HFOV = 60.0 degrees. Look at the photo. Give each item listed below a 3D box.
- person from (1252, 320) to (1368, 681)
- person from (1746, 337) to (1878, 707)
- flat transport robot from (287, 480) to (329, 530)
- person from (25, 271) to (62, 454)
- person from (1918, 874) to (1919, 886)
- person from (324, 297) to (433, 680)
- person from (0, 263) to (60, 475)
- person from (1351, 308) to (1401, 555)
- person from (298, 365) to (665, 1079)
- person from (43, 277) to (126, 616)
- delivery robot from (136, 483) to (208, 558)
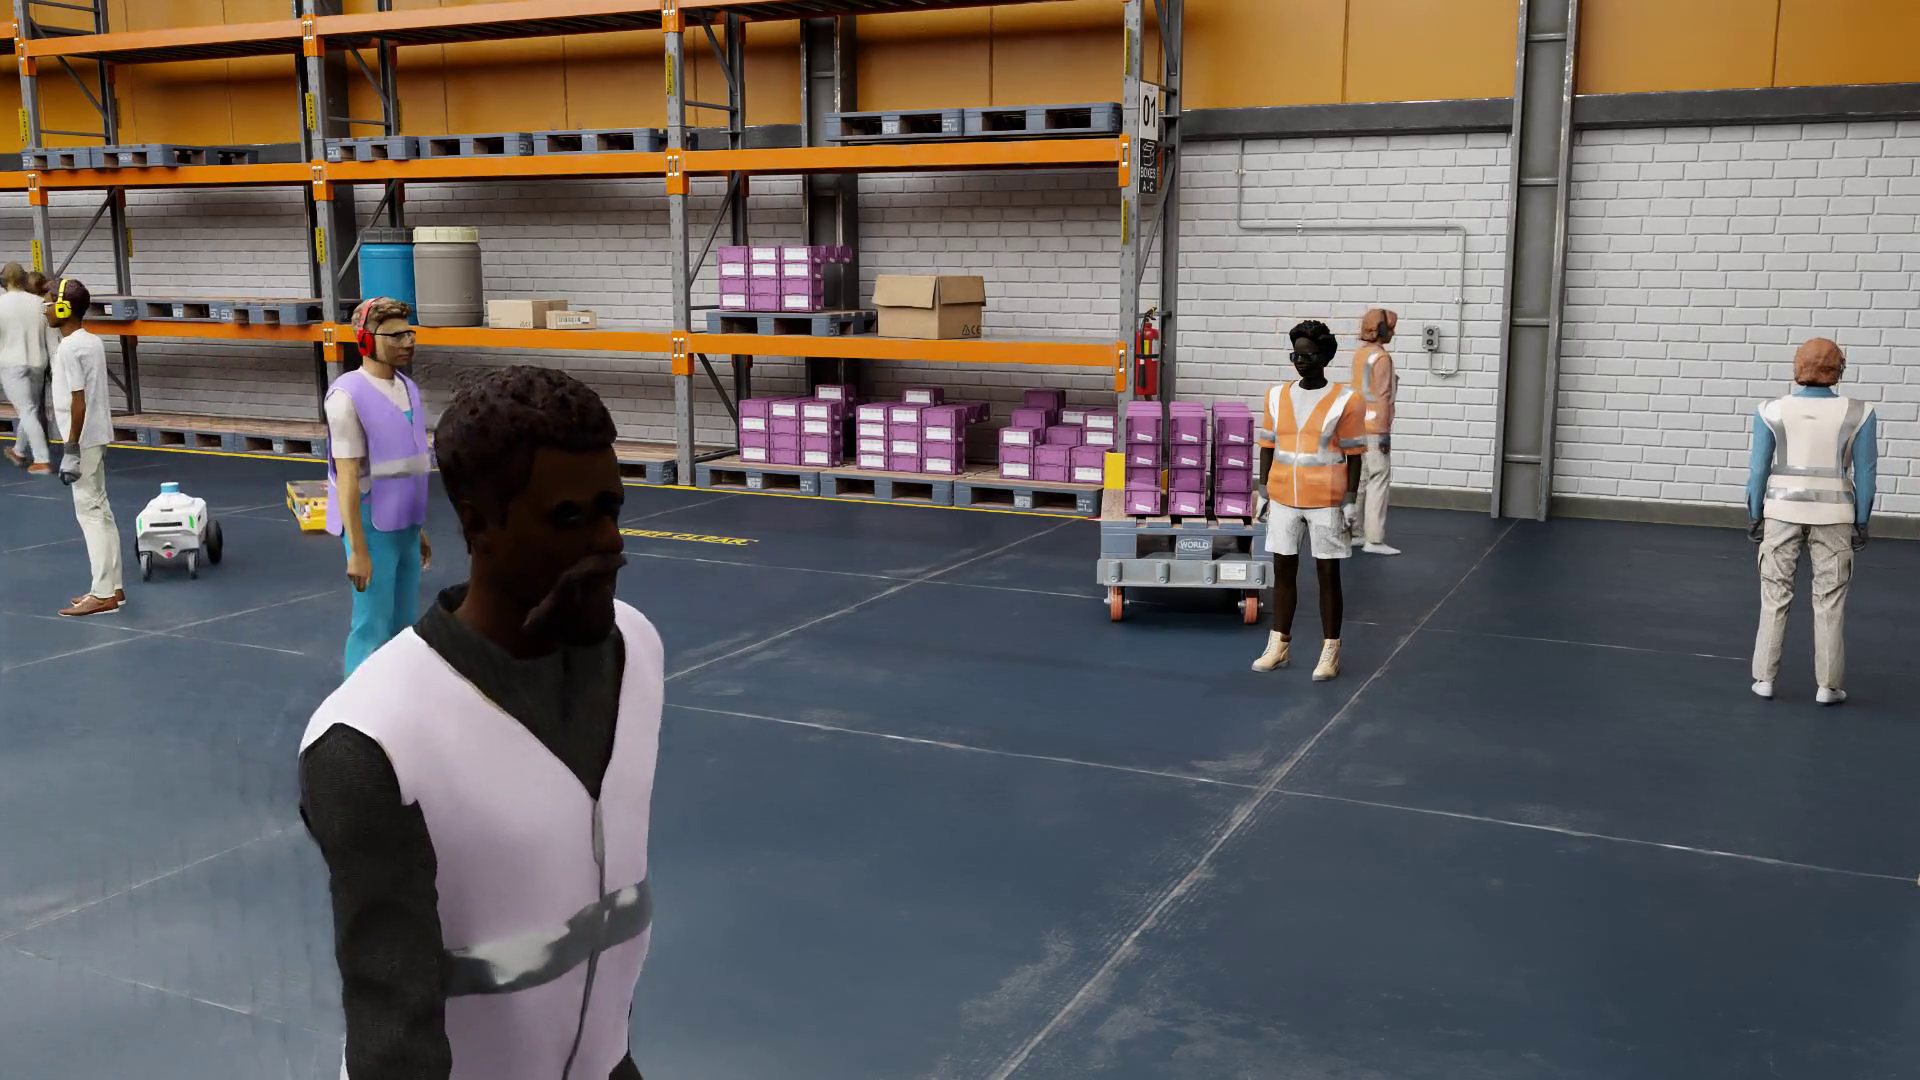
[{"bbox_3d":[1.641,-0.186,7.860,0.541,1.696,0.316,7,12,35],"label":"person"},{"bbox_3d":[3.773,-0.077,7.403,0.514,1.640,0.310,6,12,31],"label":"person"},{"bbox_3d":[-4.677,-0.291,12.539,0.652,0.197,1.431,-5,11,-25],"label":"flat transport robot"},{"bbox_3d":[-8.910,-1.709,16.254,0.840,1.822,0.511,10,14,44],"label":"person"},{"bbox_3d":[3.199,0.240,5.015,0.429,1.840,0.630,1,10,8],"label":"person"},{"bbox_3d":[-2.247,-0.015,6.454,0.373,1.843,0.572,1,10,7],"label":"person"},{"bbox_3d":[-8.584,-1.557,15.141,1.005,1.885,0.653,7,12,34],"label":"person"},{"bbox_3d":[2.756,-0.721,11.097,0.341,1.634,0.536,-1,10,-5],"label":"person"},{"bbox_3d":[-0.459,0.736,2.044,0.920,1.877,0.617,5,11,26],"label":"person"},{"bbox_3d":[-4.890,-0.514,9.245,0.325,1.871,0.521,-2,10,-14],"label":"person"},{"bbox_3d":[-4.947,-0.117,10.450,0.477,0.478,0.707,-4,10,-19],"label":"delivery robot"}]
